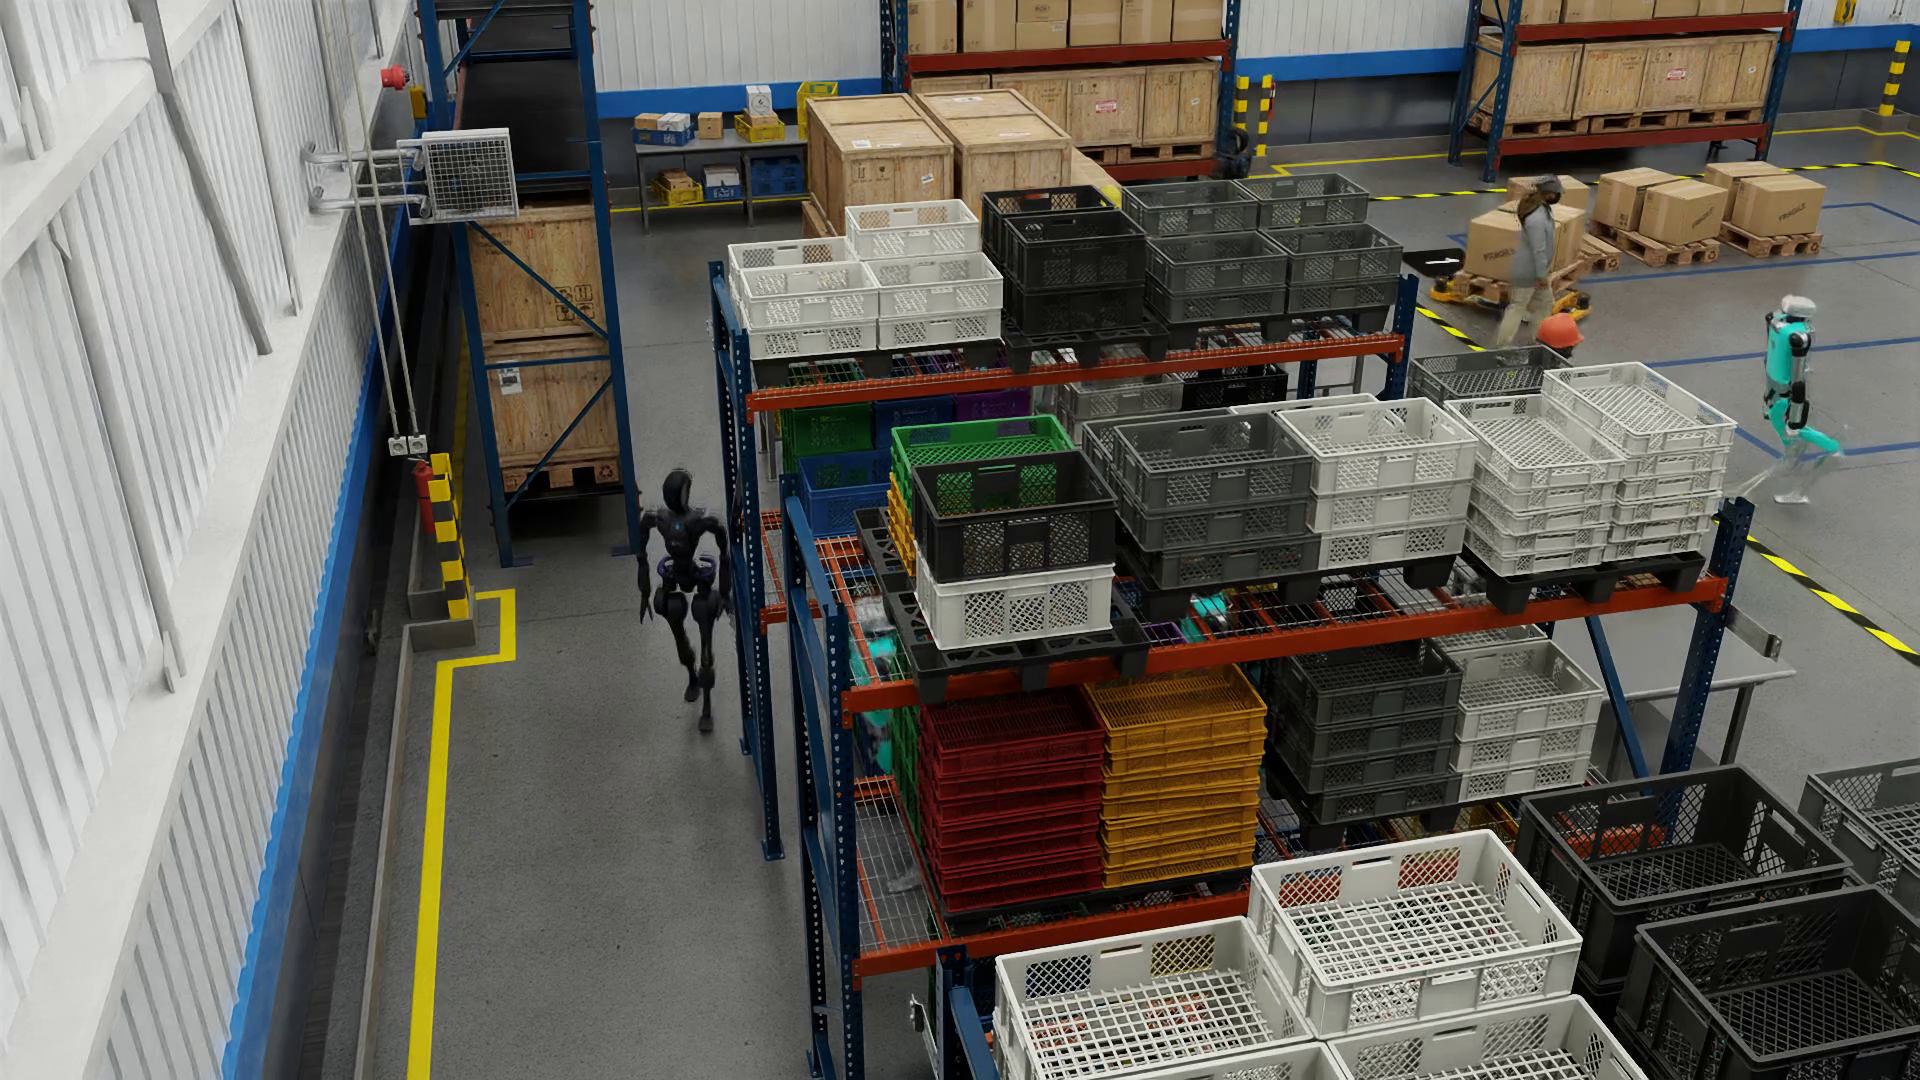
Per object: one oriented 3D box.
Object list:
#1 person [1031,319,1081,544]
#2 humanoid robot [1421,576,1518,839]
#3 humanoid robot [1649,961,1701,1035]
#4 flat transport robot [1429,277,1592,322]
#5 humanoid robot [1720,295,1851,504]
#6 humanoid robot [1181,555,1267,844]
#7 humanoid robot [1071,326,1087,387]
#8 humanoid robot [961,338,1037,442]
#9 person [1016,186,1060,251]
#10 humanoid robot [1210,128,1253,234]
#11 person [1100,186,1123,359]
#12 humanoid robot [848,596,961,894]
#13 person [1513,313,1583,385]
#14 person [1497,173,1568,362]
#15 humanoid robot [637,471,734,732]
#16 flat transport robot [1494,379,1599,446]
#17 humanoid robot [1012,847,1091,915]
[{"bbox_3d":[0.621,-0.787,11.740,0.390,1.945,0.615,-13,30,-23],"label":"person"},{"bbox_3d":[2.595,0.916,8.815,0.615,1.641,0.537,24,36,38],"label":"humanoid robot"},{"bbox_3d":[2.686,2.262,6.172,1.000,1.736,0.578,-10,29,-17],"label":"humanoid robot"},{"bbox_3d":[5.513,-2.450,16.664,1.431,0.197,0.652,22,35,35],"label":"flat transport robot"},{"bbox_3d":[6.241,-0.964,12.284,0.893,1.742,0.552,0,28,1],"label":"humanoid robot"},{"bbox_3d":[1.461,0.857,8.785,0.697,1.738,0.530,-6,28,-12],"label":"humanoid robot"},{"bbox_3d":[0.766,-1.088,12.634,0.725,1.627,0.589,3,28,6],"label":"humanoid robot"},{"bbox_3d":[0.300,-0.504,11.320,0.530,1.692,0.737,-4,28,-8],"label":"humanoid robot"},{"bbox_3d":[0.711,-2.115,14.351,0.758,1.873,0.396,-2,28,-4],"label":"person"},{"bbox_3d":[2.792,-3.374,16.954,0.646,1.632,0.616,25,36,38],"label":"humanoid robot"},{"bbox_3d":[1.257,-2.195,14.532,0.599,1.831,0.404,4,28,8],"label":"person"},{"bbox_3d":[-0.183,1.104,8.496,0.750,1.900,0.545,-12,30,-21],"label":"humanoid robot"},{"bbox_3d":[3.877,-0.547,11.180,0.365,2.048,0.606,-5,28,-10],"label":"person"},{"bbox_3d":[5.301,-2.441,15.090,0.654,1.751,0.577,13,30,23],"label":"person"},{"bbox_3d":[-1.638,0.341,9.914,0.613,1.625,0.733,2,28,3],"label":"humanoid robot"},{"bbox_3d":[4.780,-1.036,14.013,0.659,0.231,1.431,-6,28,-12],"label":"flat transport robot"},{"bbox_3d":[0.464,1.212,8.027,0.735,1.677,0.533,3,28,6],"label":"humanoid robot"}]
